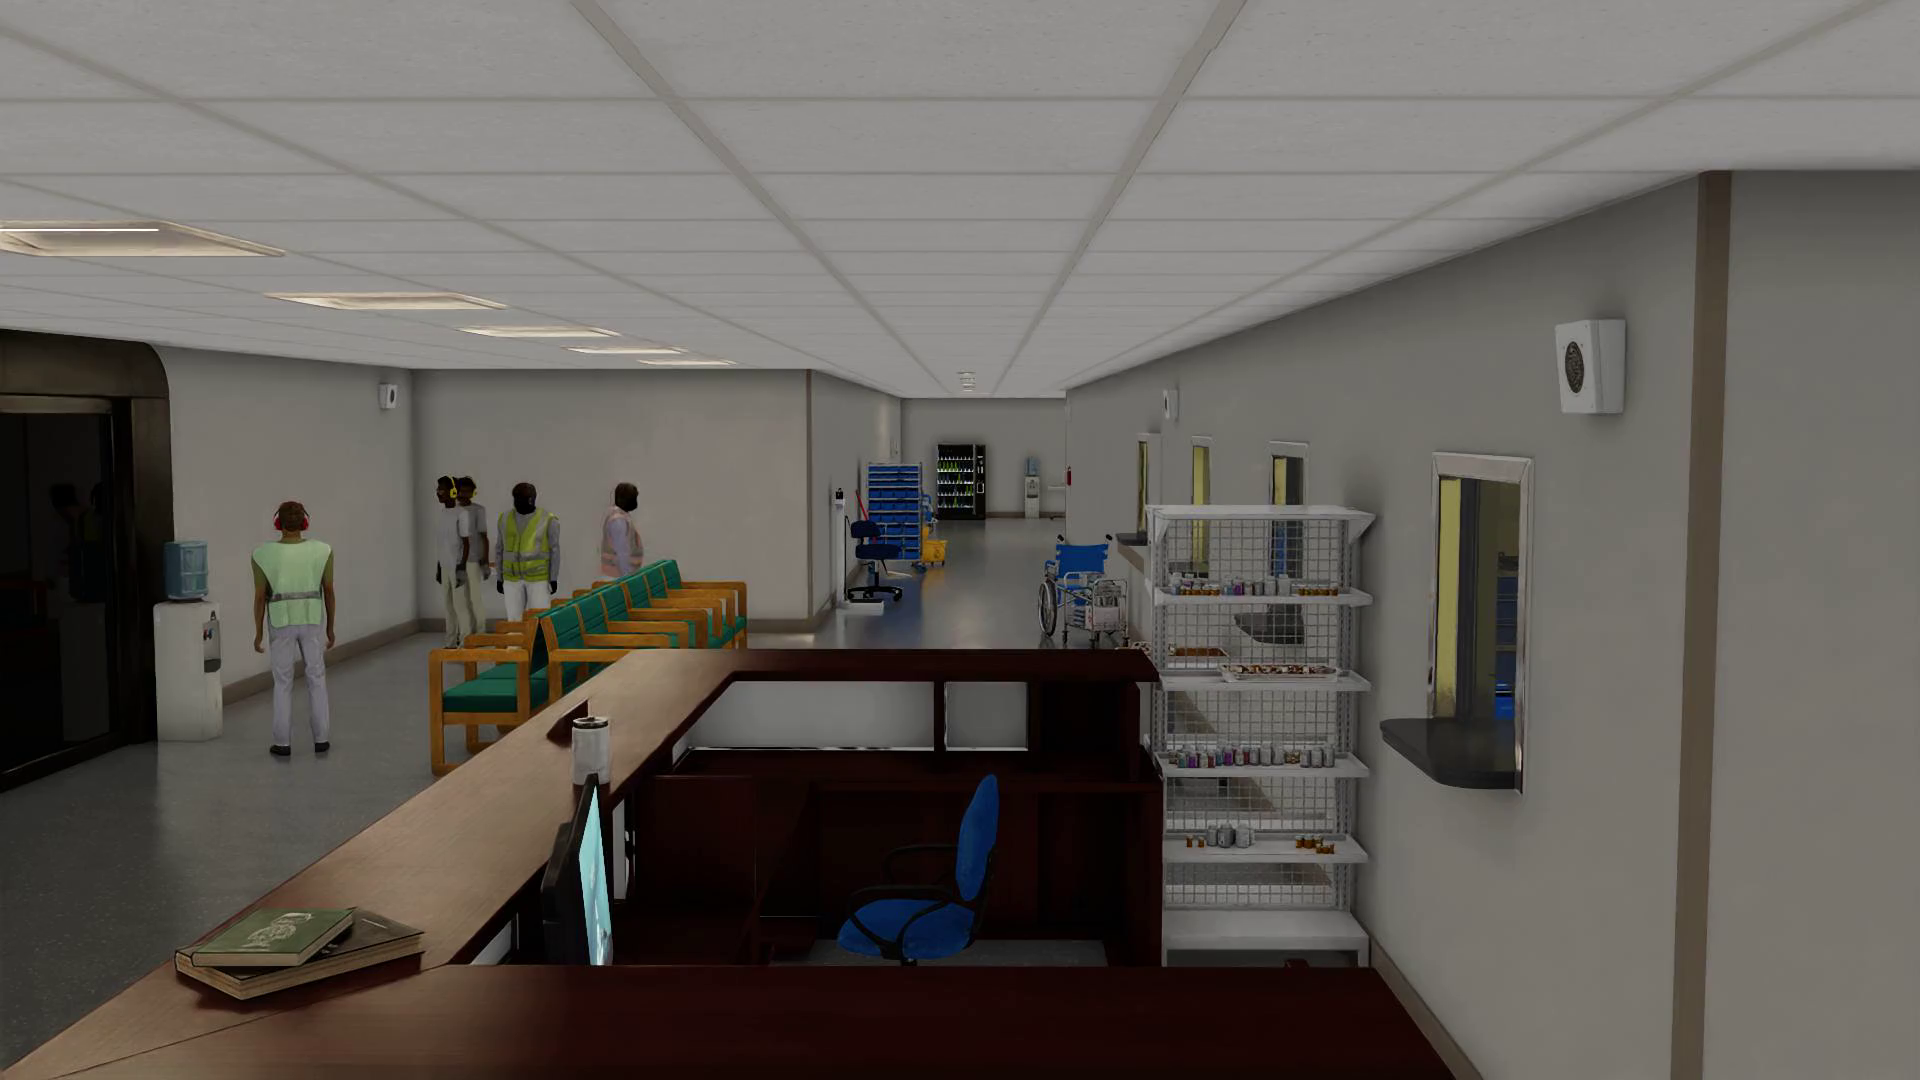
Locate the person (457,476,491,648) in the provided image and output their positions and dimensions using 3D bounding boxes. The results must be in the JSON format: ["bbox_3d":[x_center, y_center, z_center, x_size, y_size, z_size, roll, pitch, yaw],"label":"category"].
[{"bbox_3d":[-5.275,0.236,17.736,0.611,1.849,0.392,2,5,30],"label":"person"}]

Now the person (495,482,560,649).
[{"bbox_3d":[-4.160,0.365,15.960,0.630,1.840,0.429,0,4,6],"label":"person"}]

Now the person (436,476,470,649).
[{"bbox_3d":[-5.155,0.286,16.836,0.521,1.874,0.328,4,6,44],"label":"person"}]

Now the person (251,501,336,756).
[{"bbox_3d":[-4.818,0.640,12.049,0.563,1.847,0.390,-2,5,-31],"label":"person"}]

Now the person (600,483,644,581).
[{"bbox_3d":[-3.397,0.330,16.697,0.451,1.816,0.638,-1,4,-7],"label":"person"}]
